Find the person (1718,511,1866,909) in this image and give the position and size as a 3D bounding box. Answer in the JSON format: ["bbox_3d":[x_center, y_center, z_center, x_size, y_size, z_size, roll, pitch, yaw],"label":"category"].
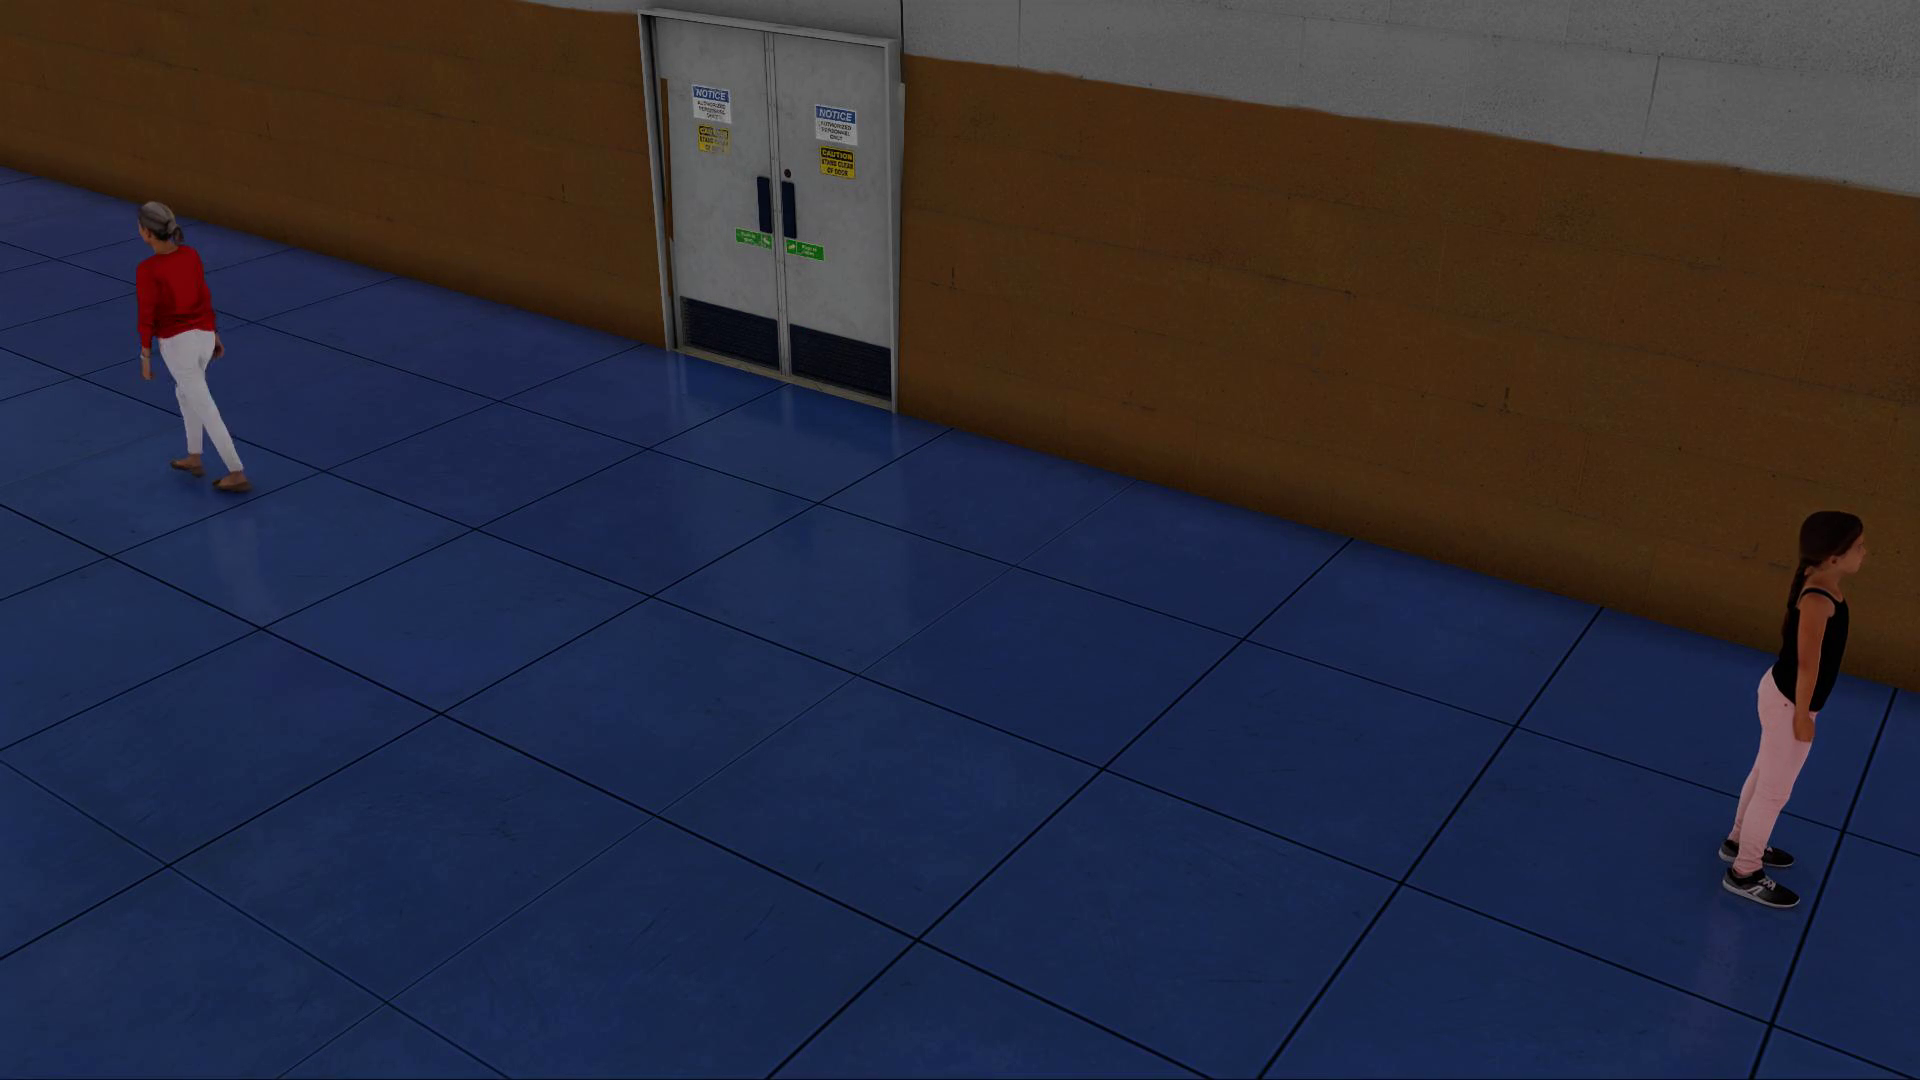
[{"bbox_3d":[3.054,0.599,6.098,0.624,1.563,0.504,11,29,21],"label":"person"}]

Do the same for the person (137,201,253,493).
[{"bbox_3d":[-4.186,-1.020,9.169,0.761,1.674,0.847,10,28,18],"label":"person"}]
